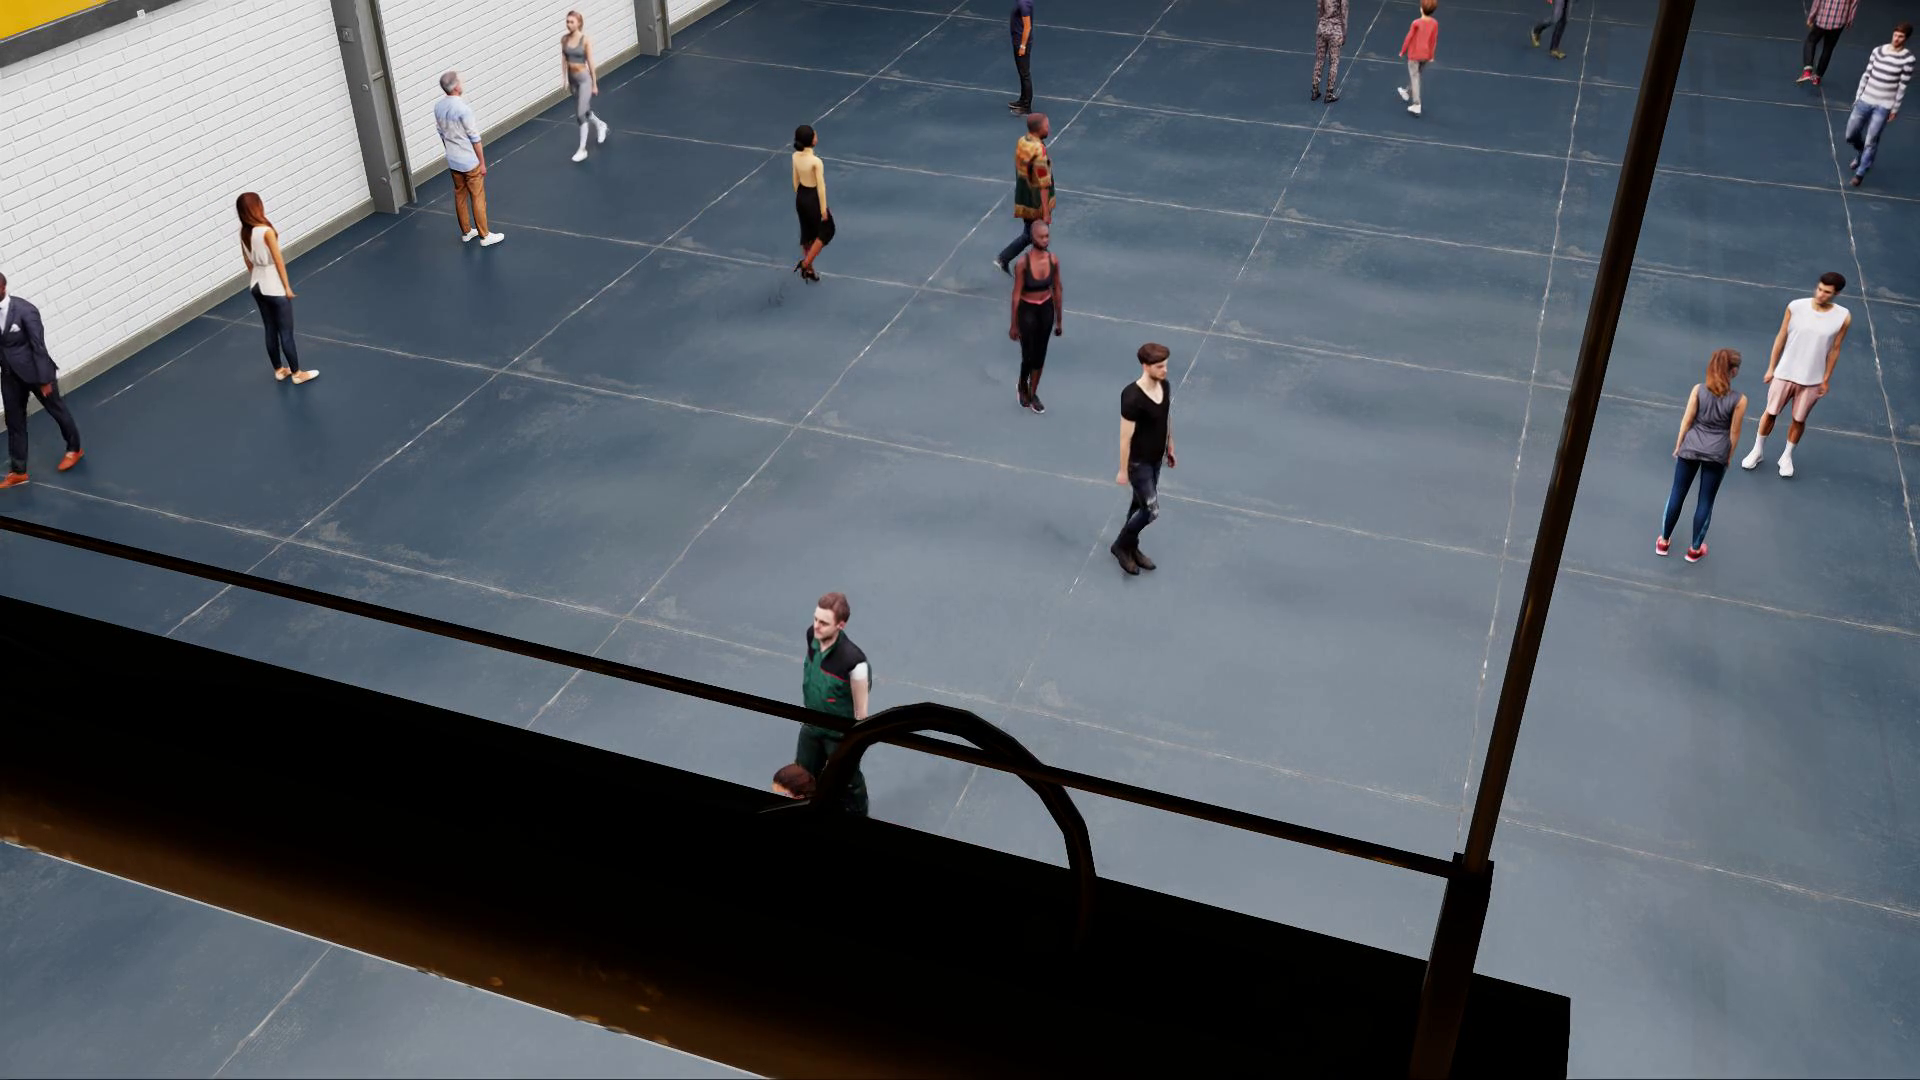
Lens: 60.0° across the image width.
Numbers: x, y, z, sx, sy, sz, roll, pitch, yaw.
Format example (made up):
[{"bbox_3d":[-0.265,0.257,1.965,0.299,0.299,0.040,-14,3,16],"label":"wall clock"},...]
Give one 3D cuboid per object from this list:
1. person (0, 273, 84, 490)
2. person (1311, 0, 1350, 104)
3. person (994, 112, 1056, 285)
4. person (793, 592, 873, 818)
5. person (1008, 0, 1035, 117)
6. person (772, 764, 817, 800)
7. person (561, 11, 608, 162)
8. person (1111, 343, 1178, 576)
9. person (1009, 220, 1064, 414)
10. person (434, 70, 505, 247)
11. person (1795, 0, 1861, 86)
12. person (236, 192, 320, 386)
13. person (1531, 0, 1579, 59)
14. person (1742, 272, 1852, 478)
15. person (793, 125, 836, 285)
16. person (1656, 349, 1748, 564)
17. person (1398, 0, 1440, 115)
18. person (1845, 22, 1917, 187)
[{"bbox_3d":[-7.467,-1.369,13.421,0.789,1.798,1.057,8,34,12],"label":"person"},{"bbox_3d":[4.697,-6.439,21.121,0.650,1.717,0.657,26,41,33],"label":"person"},{"bbox_3d":[0.651,-3.308,16.344,1.002,1.791,0.973,-9,35,-13],"label":"person"},{"bbox_3d":[-0.668,1.039,9.769,0.816,1.829,0.786,-24,41,-32],"label":"person"},{"bbox_3d":[0.782,-6.200,20.696,0.781,1.790,0.620,-3,34,-4],"label":"person"},{"bbox_3d":[-0.793,1.764,8.961,1.127,1.516,0.962,-21,39,-28],"label":"person"},{"bbox_3d":[-4.417,-5.372,19.552,0.563,1.676,1.070,12,35,17],"label":"person"},{"bbox_3d":[1.272,-0.629,12.230,0.800,1.884,0.660,23,40,30],"label":"person"},{"bbox_3d":[0.614,-1.956,14.344,0.743,1.753,0.801,-13,36,-19],"label":"person"},{"bbox_3d":[-5.160,-3.974,17.312,0.719,1.829,0.632,18,38,25],"label":"person"},{"bbox_3d":[11.284,-6.738,21.537,0.712,1.755,0.740,10,35,15],"label":"person"},{"bbox_3d":[-6.113,-2.224,14.719,0.610,1.785,0.563,17,37,24],"label":"person"},{"bbox_3d":[8.173,-7.504,22.678,0.904,1.767,0.955,-16,37,-23],"label":"person"},{"bbox_3d":[6.791,-1.363,13.425,0.679,1.783,0.632,18,38,25],"label":"person"},{"bbox_3d":[-1.526,-3.259,16.404,0.716,1.643,0.792,26,42,33],"label":"person"},{"bbox_3d":[5.528,-0.629,12.375,0.613,1.723,0.593,19,38,26],"label":"person"},{"bbox_3d":[5.780,-6.039,20.820,0.865,1.385,0.991,-10,35,-15],"label":"person"},{"bbox_3d":[10.377,-4.931,18.746,0.943,1.835,0.864,-24,40,-31],"label":"person"}]
